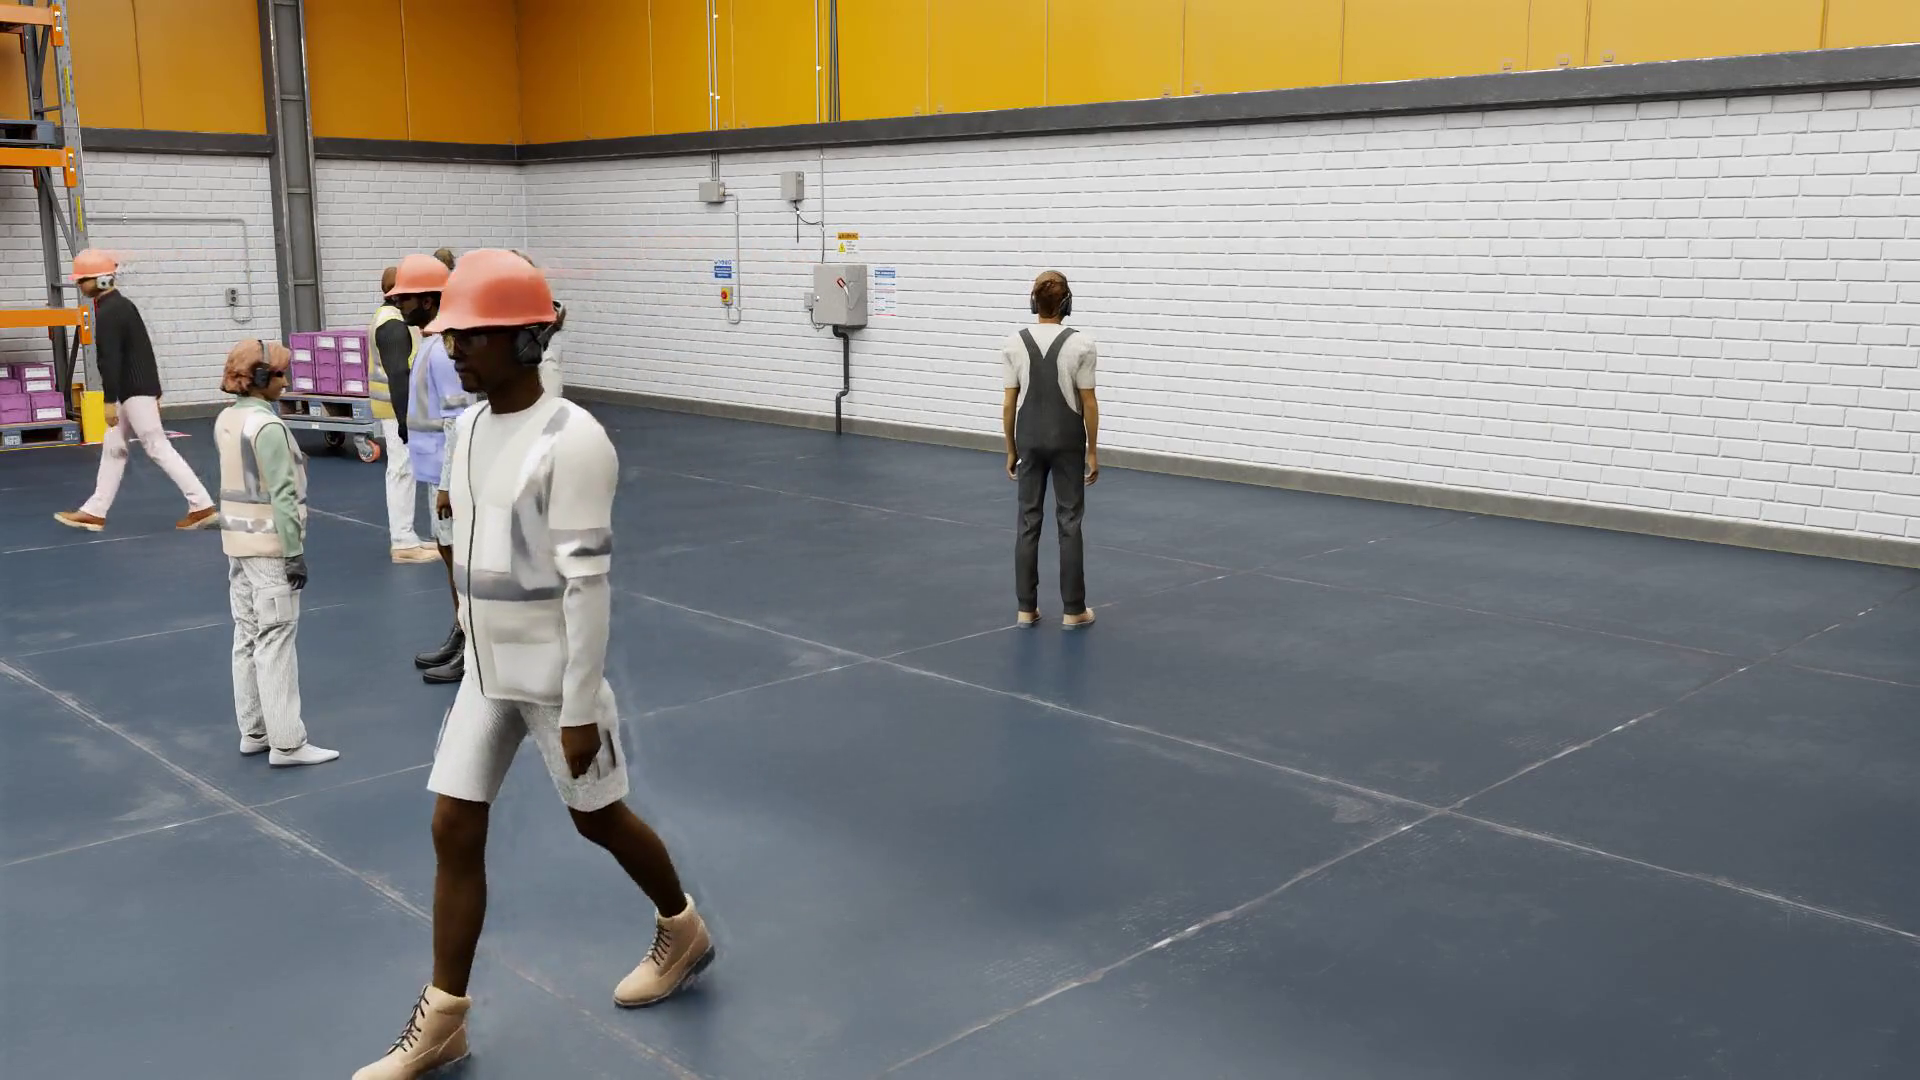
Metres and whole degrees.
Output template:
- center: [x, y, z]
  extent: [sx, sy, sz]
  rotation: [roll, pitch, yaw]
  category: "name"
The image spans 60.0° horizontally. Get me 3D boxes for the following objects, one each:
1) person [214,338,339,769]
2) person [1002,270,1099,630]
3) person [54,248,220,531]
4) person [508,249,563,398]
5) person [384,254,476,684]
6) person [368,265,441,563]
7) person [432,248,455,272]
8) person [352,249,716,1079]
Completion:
- center: [-2.652, 0.052, 6.356]
  extent: [0.514, 1.640, 0.310]
  rotation: [10, 14, 44]
  category: "person"
- center: [0.468, -0.453, 8.550]
  extent: [0.506, 1.846, 0.346]
  rotation: [3, 11, 17]
  category: "person"
- center: [-5.621, -1.001, 11.310]
  extent: [1.054, 1.933, 0.660]
  rotation: [-4, 11, -19]
  category: "person"
- center: [-2.581, -0.749, 9.910]
  extent: [0.371, 1.939, 0.629]
  rotation: [-10, 14, -42]
  category: "person"
- center: [-2.363, -0.315, 7.541]
  extent: [0.378, 1.936, 0.548]
  rotation: [-4, 11, -21]
  category: "person"
- center: [-3.445, -0.784, 10.362]
  extent: [0.429, 1.841, 0.633]
  rotation: [-3, 11, -18]
  category: "person"
- center: [-5.246, -2.027, 17.025]
  extent: [0.648, 1.894, 0.929]
  rotation: [-7, 13, -35]
  category: "person"
- center: [-1.028, 0.292, 4.091]
  extent: [0.621, 1.999, 1.027]
  rotation: [9, 14, 40]
  category: "person"
